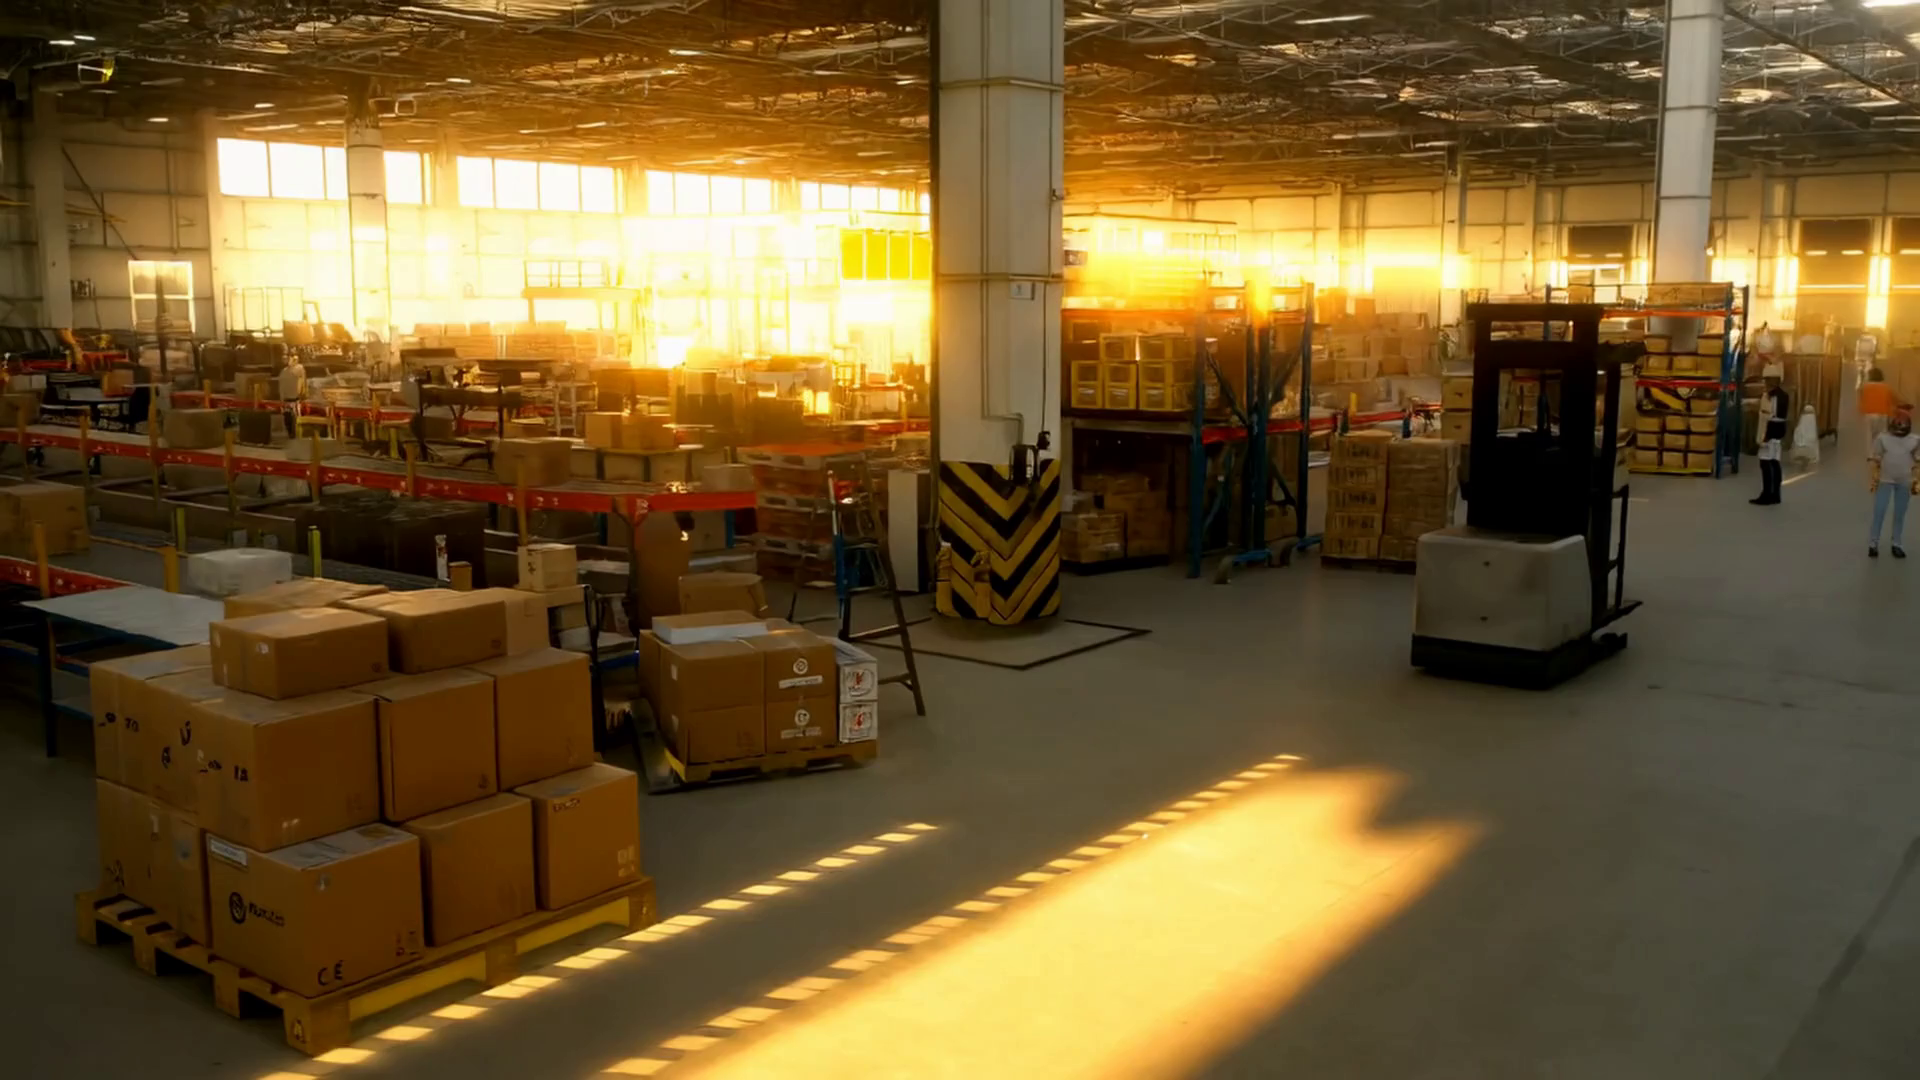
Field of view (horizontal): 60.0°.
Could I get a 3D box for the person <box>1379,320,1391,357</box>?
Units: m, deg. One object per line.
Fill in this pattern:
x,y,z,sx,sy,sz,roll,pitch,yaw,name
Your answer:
15.894,-7.295,62.394,0.811,1.905,0.536,-6,10,-34,person

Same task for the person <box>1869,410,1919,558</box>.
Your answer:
10.223,-0.611,18.201,0.507,1.632,0.264,2,9,10,person

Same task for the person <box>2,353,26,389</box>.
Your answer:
-20.141,-3.312,35.187,0.636,1.989,1.052,5,10,31,person

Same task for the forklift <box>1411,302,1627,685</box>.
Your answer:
4.379,-0.438,12.852,1.129,2.768,1.873,7,11,37,forklift

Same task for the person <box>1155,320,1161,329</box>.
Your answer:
8.045,-7.940,66.883,0.812,1.857,0.588,-2,9,-16,person

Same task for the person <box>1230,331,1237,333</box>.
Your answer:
7.137,-4.454,43.125,0.644,1.923,0.567,-2,9,-11,person

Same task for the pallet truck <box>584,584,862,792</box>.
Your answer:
-1.426,0.805,10.019,1.601,1.201,0.680,-4,9,-26,pallet truck

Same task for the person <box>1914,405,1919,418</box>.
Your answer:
22.228,-3.587,37.905,0.529,1.750,0.642,-8,11,-42,person

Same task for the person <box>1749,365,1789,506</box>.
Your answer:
11.080,-1.433,22.775,0.539,1.929,0.384,-6,11,-37,person

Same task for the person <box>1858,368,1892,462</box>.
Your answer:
15.737,-2.145,28.606,0.533,1.606,0.615,7,11,37,person

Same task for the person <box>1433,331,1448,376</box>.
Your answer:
13.793,-5.080,47.733,0.533,1.822,0.989,-5,10,-30,person

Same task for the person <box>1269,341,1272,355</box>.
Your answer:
8.490,-4.841,46.371,0.414,1.725,0.513,-5,10,-31,person

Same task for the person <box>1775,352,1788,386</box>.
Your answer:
17.696,-3.245,35.980,0.382,1.623,0.538,8,11,42,person

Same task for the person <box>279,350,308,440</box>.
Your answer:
-11.813,-2.407,29.443,0.642,1.897,0.400,4,10,28,person

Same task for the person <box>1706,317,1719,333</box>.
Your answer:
32.037,-8.526,70.699,0.409,1.899,0.774,-3,9,-21,person

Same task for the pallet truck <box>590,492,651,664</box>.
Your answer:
-3.115,0.344,12.883,0.653,1.274,1.630,7,11,37,pallet truck

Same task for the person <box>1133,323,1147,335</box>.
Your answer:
6.070,-6.428,56.519,0.621,1.896,0.587,-5,10,-29,person

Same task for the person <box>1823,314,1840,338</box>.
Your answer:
37.672,-8.758,71.912,0.622,1.991,0.383,5,10,30,person

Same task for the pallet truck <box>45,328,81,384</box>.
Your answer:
-23.775,-4.544,43.495,1.885,1.965,0.823,6,10,35,pallet truck

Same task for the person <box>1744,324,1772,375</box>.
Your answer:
28.437,-6.742,58.907,1.011,1.831,0.588,4,10,28,person

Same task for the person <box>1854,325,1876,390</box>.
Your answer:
27.075,-5.448,49.775,0.547,1.942,0.351,3,9,18,person

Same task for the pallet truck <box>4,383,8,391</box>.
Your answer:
-24.881,-4.417,42.634,1.885,1.965,0.823,8,11,41,pallet truck
